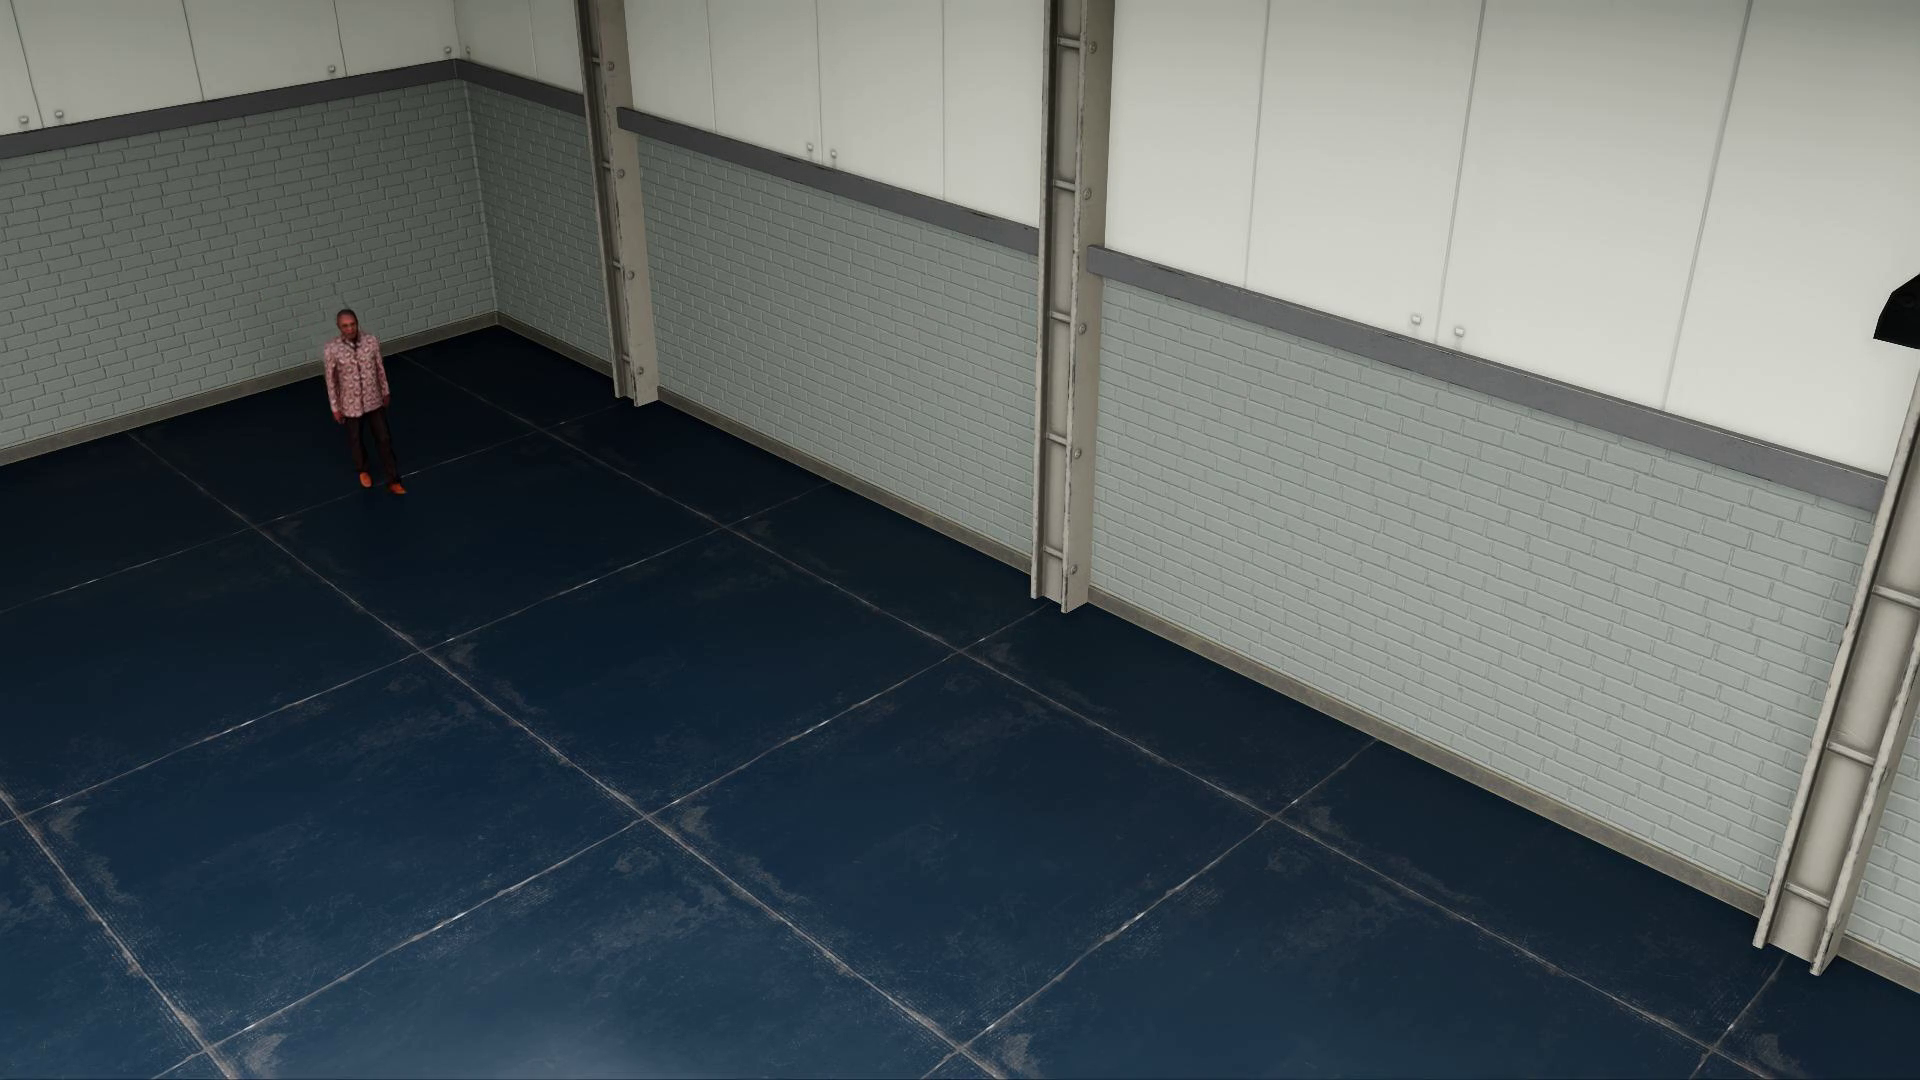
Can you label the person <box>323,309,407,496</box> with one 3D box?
[{"bbox_3d":[-5.535,-1.301,15.314,0.883,1.771,1.116,-16,32,-27],"label":"person"}]
